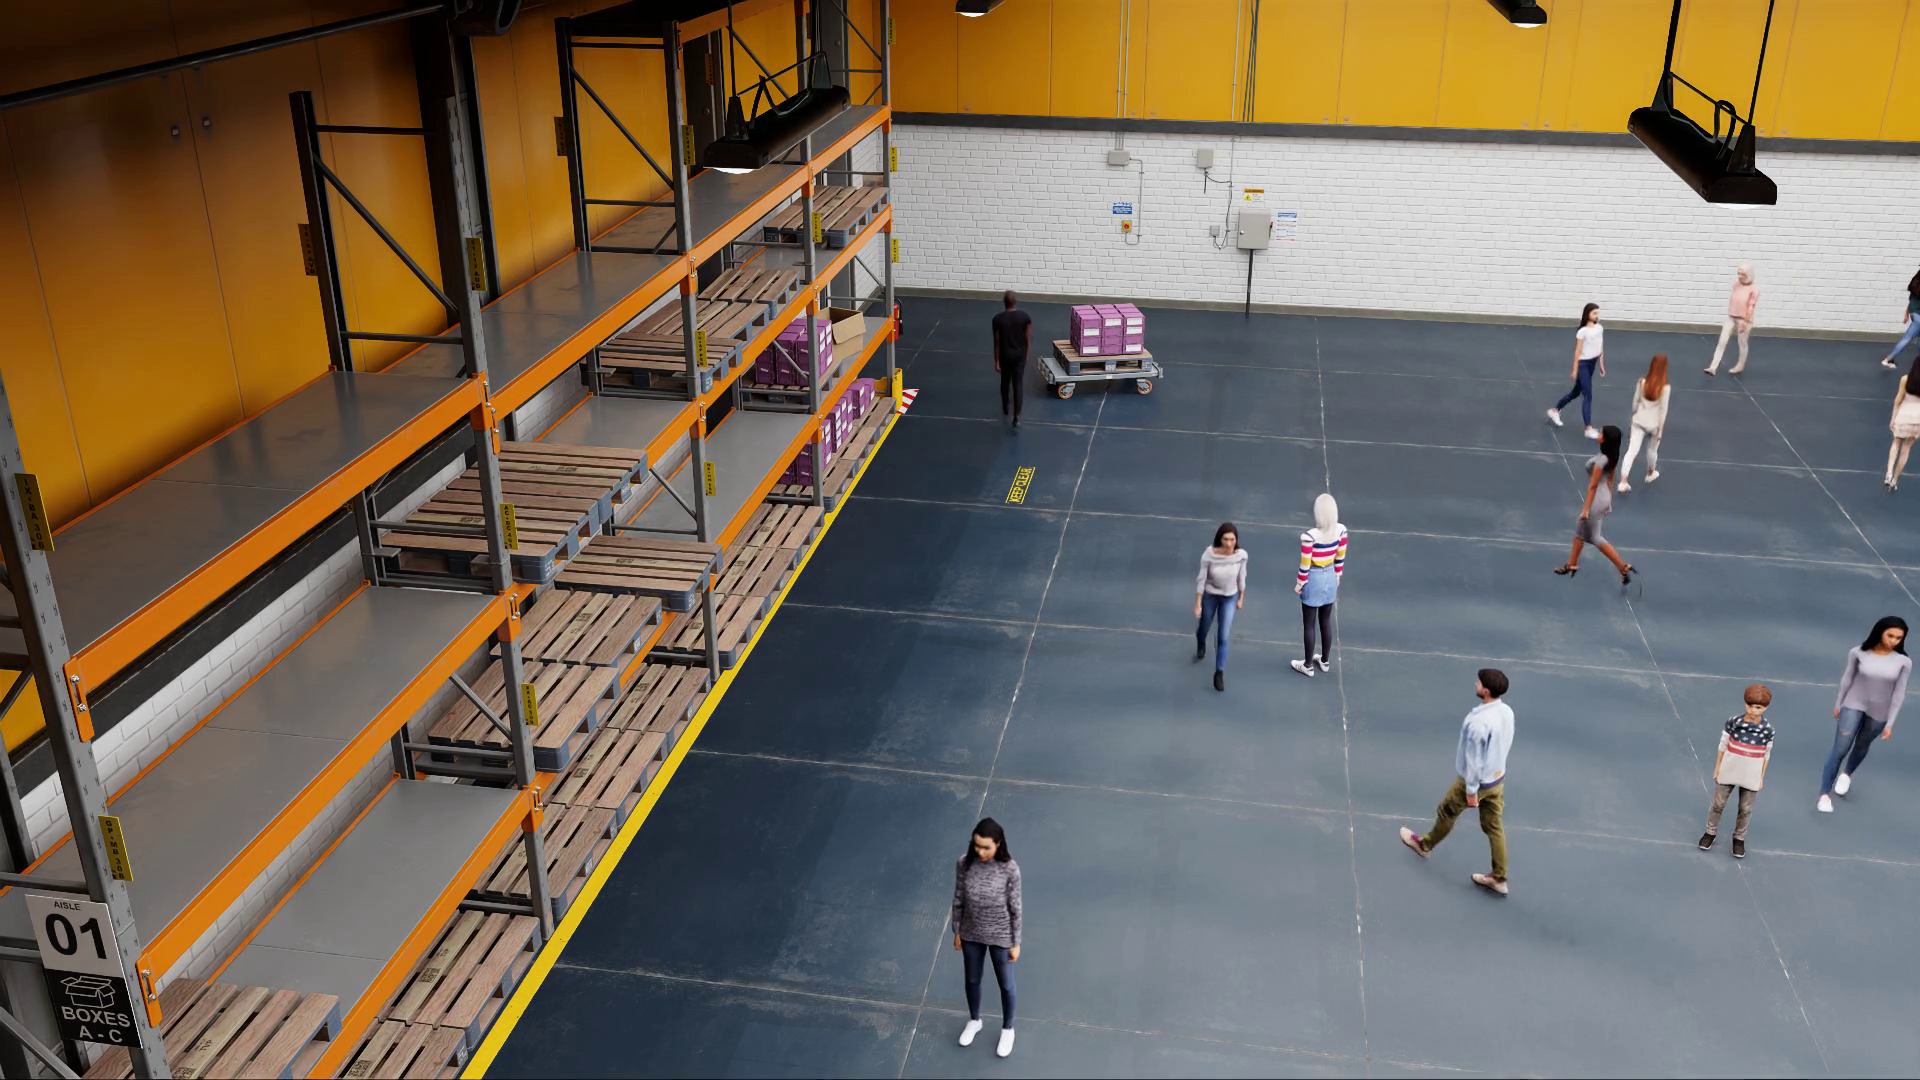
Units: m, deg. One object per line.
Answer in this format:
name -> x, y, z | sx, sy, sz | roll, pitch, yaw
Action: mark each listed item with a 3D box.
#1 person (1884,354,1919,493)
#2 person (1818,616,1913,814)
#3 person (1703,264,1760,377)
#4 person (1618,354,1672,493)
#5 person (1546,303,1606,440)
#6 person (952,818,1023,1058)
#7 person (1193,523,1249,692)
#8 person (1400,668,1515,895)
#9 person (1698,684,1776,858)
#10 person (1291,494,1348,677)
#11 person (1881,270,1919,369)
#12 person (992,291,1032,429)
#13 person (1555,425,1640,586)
person -> 11.260, -1.370, 19.752 | 0.671, 1.725, 0.709 | 17, 29, 33
person -> 7.382, 1.365, 13.524 | 0.804, 1.701, 1.136 | 13, 27, 27
person -> 11.266, -3.154, 23.906 | 1.136, 1.666, 1.095 | -12, 27, -26
person -> 8.114, -1.341, 19.754 | 1.204, 1.670, 1.027 | -21, 31, -40
person -> 8.086, -2.240, 21.720 | 1.114, 1.742, 1.135 | -18, 29, -35
person -> 0.190, 2.540, 10.799 | 0.645, 1.731, 0.575 | 8, 25, 17
person -> 2.382, 0.550, 15.514 | 0.767, 1.601, 1.101 | 0, 24, 0
person -> 3.948, 1.829, 12.376 | 1.192, 1.771, 1.205 | -19, 30, -36
person -> 6.067, 1.772, 12.920 | 0.565, 1.439, 0.561 | 11, 26, 23
person -> 3.371, 0.411, 15.570 | 0.725, 1.810, 0.727 | -10, 25, -22
person -> 13.873, -3.224, 24.180 | 0.888, 1.575, 1.120 | -3, 24, -8
person -> 0.708, -2.339, 21.907 | 0.828, 1.773, 1.293 | -1, 24, -1
person -> 6.705, -0.312, 17.297 | 0.990, 1.753, 1.101 | 18, 29, 35
